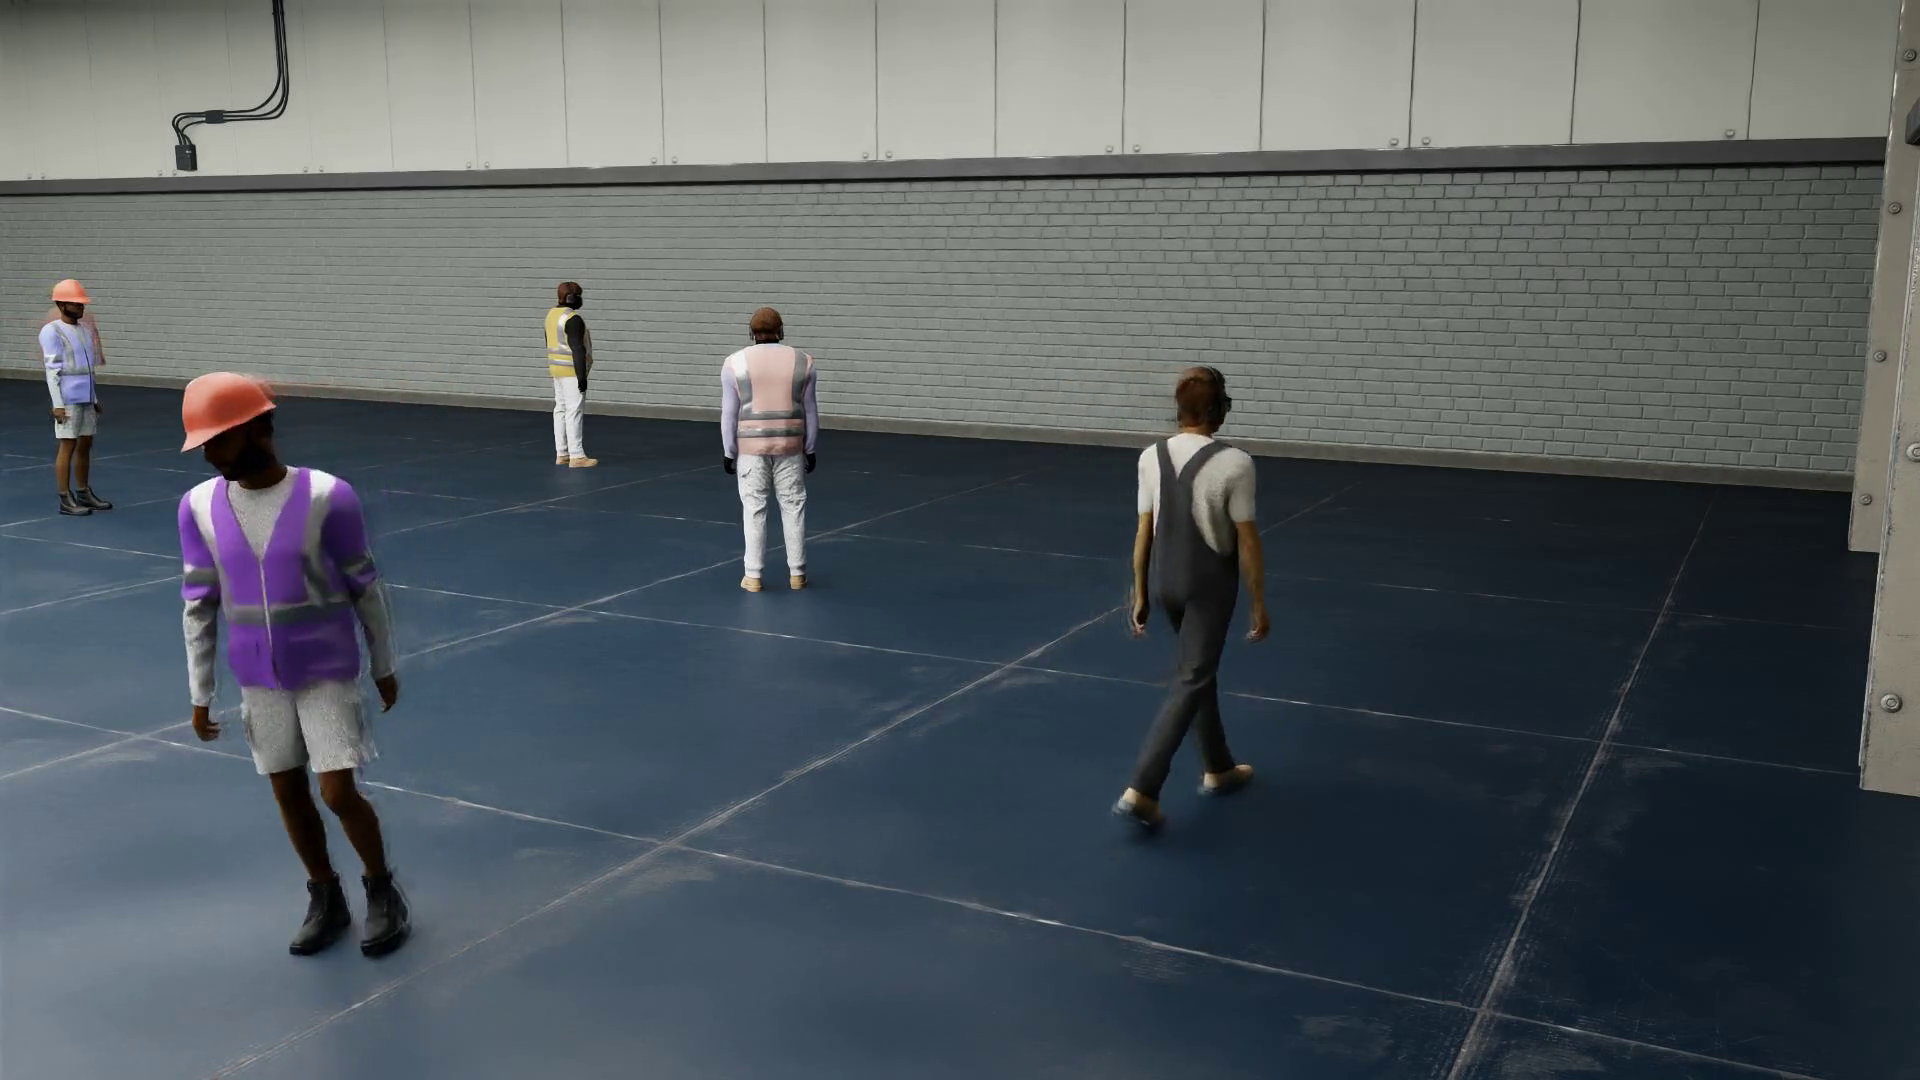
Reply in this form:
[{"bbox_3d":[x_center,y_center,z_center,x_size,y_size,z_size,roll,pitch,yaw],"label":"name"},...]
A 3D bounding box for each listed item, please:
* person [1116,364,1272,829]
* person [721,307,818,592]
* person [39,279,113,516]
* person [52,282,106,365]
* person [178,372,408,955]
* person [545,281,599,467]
[{"bbox_3d":[0.912,0.213,6.551,0.528,1.809,0.959,10,14,43],"label":"person"},{"bbox_3d":[-1.233,-0.583,10.775,0.634,1.839,0.429,-3,11,-15],"label":"person"},{"bbox_3d":[-7.278,-1.174,13.726,0.375,1.935,0.551,1,10,6],"label":"person"},{"bbox_3d":[-10.568,-2.233,20.003,0.539,1.744,0.558,2,11,13],"label":"person"},{"bbox_3d":[-2.108,0.411,5.203,0.563,1.890,0.543,0,10,0],"label":"person"},{"bbox_3d":[-3.870,-1.647,16.575,0.429,1.840,0.633,-8,13,-37],"label":"person"}]
